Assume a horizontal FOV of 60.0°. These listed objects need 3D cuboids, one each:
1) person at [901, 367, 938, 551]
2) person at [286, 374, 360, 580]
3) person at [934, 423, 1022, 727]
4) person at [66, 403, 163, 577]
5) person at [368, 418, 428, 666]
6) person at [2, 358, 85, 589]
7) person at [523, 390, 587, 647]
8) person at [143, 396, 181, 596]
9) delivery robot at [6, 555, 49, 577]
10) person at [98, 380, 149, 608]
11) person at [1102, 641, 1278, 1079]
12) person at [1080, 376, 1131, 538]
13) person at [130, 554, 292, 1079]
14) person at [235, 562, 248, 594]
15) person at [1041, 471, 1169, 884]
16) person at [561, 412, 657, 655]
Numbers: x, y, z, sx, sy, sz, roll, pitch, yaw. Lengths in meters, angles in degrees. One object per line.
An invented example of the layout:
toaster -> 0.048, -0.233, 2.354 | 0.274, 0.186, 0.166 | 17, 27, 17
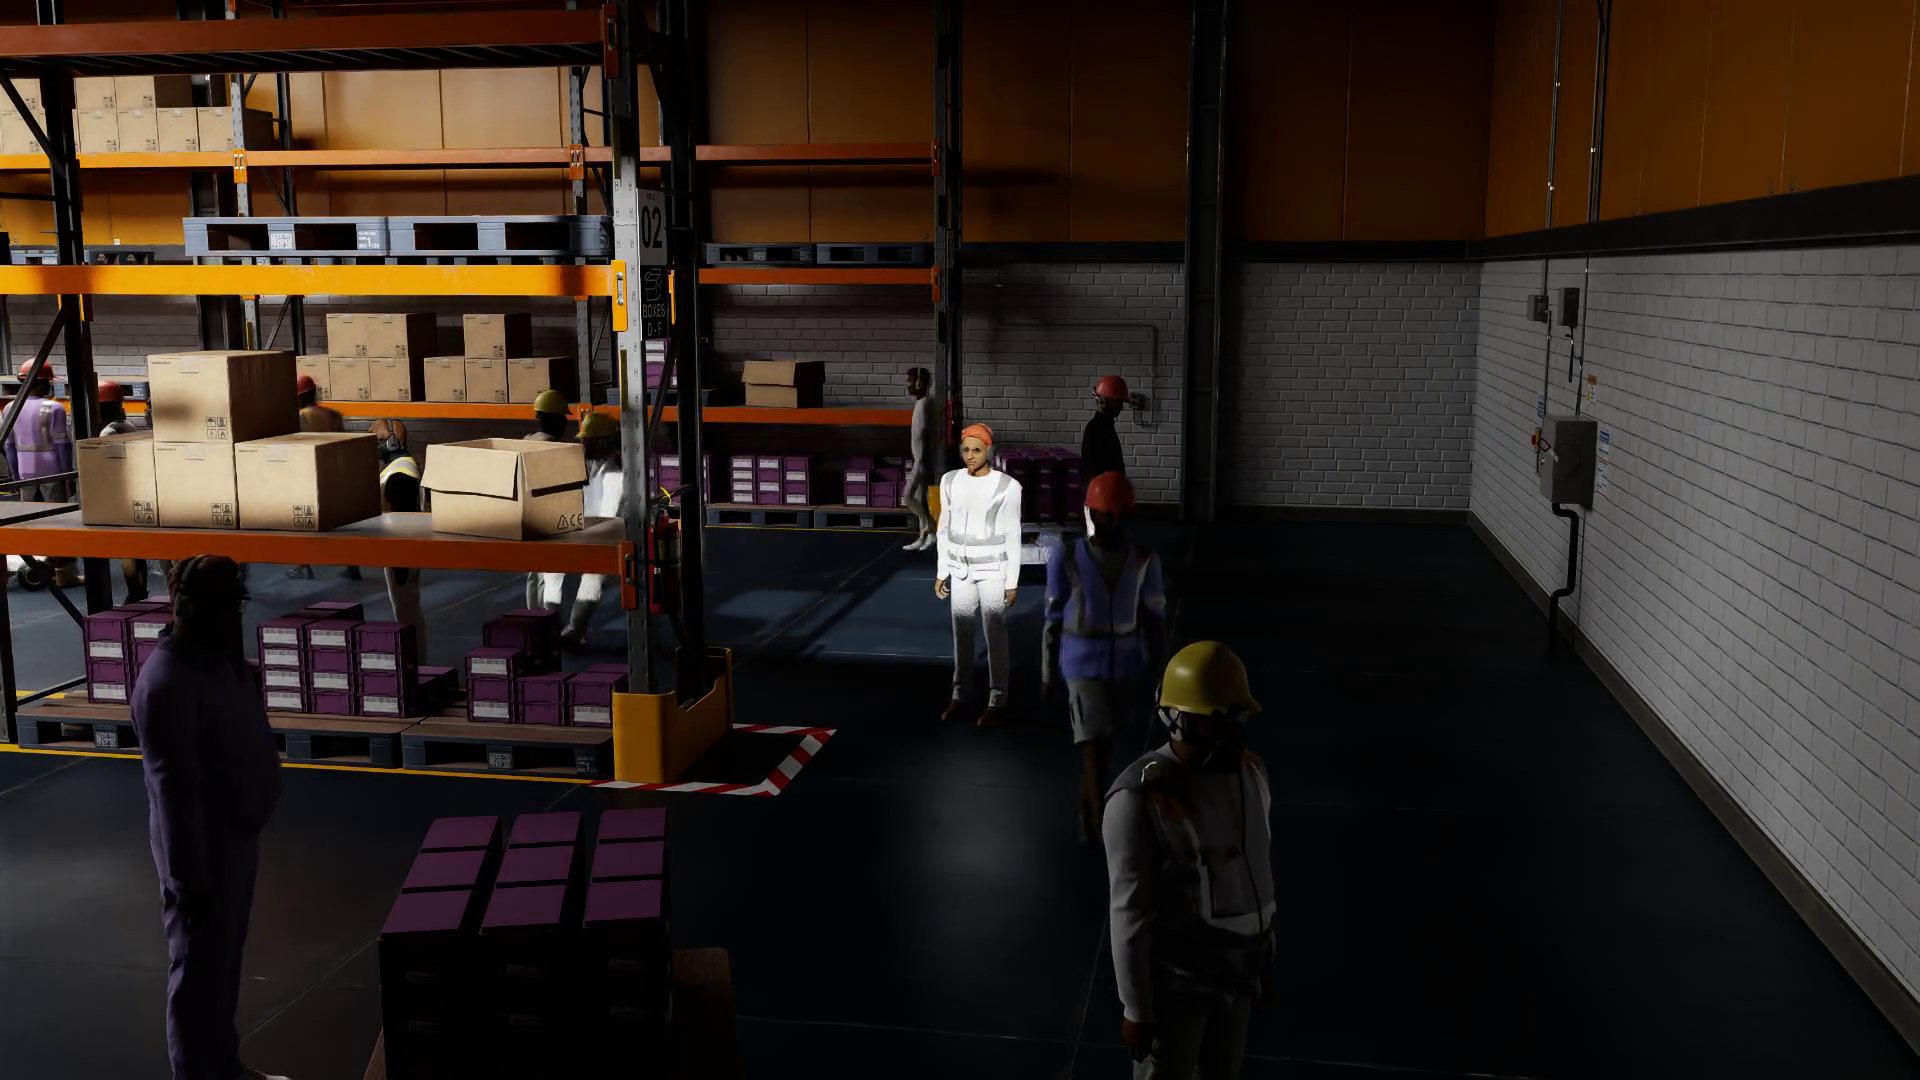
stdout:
person -> -0.415, -0.797, 16.608 | 0.372, 1.855, 0.536 | 0, 9, 1
person -> -5.826, -0.553, 15.029 | 0.690, 1.889, 0.562 | 7, 12, 38
person -> 0.116, 0.214, 10.276 | 0.580, 1.878, 0.348 | 6, 11, 32
person -> -7.810, -0.475, 15.124 | 0.867, 1.700, 0.495 | 0, 9, 2
person -> -3.766, 0.098, 11.142 | 0.430, 1.835, 0.619 | -3, 10, -19
person -> -8.087, -0.582, 14.682 | 0.605, 2.045, 0.388 | 2, 9, 11
person -> -3.050, -0.154, 12.396 | 0.381, 1.923, 0.591 | -8, 12, -42
person -> -5.756, -0.127, 12.187 | 0.635, 1.938, 0.359 | 7, 11, 36
delivery robot -> -8.393, 0.122, 14.636 | 0.707, 0.478, 0.477 | -4, 10, -22
person -> -6.797, -0.320, 13.398 | 0.373, 1.933, 0.551 | -2, 9, -11
person -> 0.644, 1.167, 4.485 | 0.591, 1.833, 0.403 | -9, 13, -44
person -> 1.145, -0.304, 13.149 | 0.400, 1.984, 0.610 | 2, 9, 12
person -> -2.392, 0.987, 5.382 | 0.400, 1.905, 0.645 | -2, 9, -11
person -> -6.309, -0.376, 14.319 | 0.480, 1.748, 0.549 | 6, 11, 35
person -> 0.699, 0.613, 7.768 | 0.561, 1.876, 1.007 | -2, 9, -14
person -> -2.625, -0.027, 12.008 | 0.887, 1.789, 0.603 | -4, 10, -25
